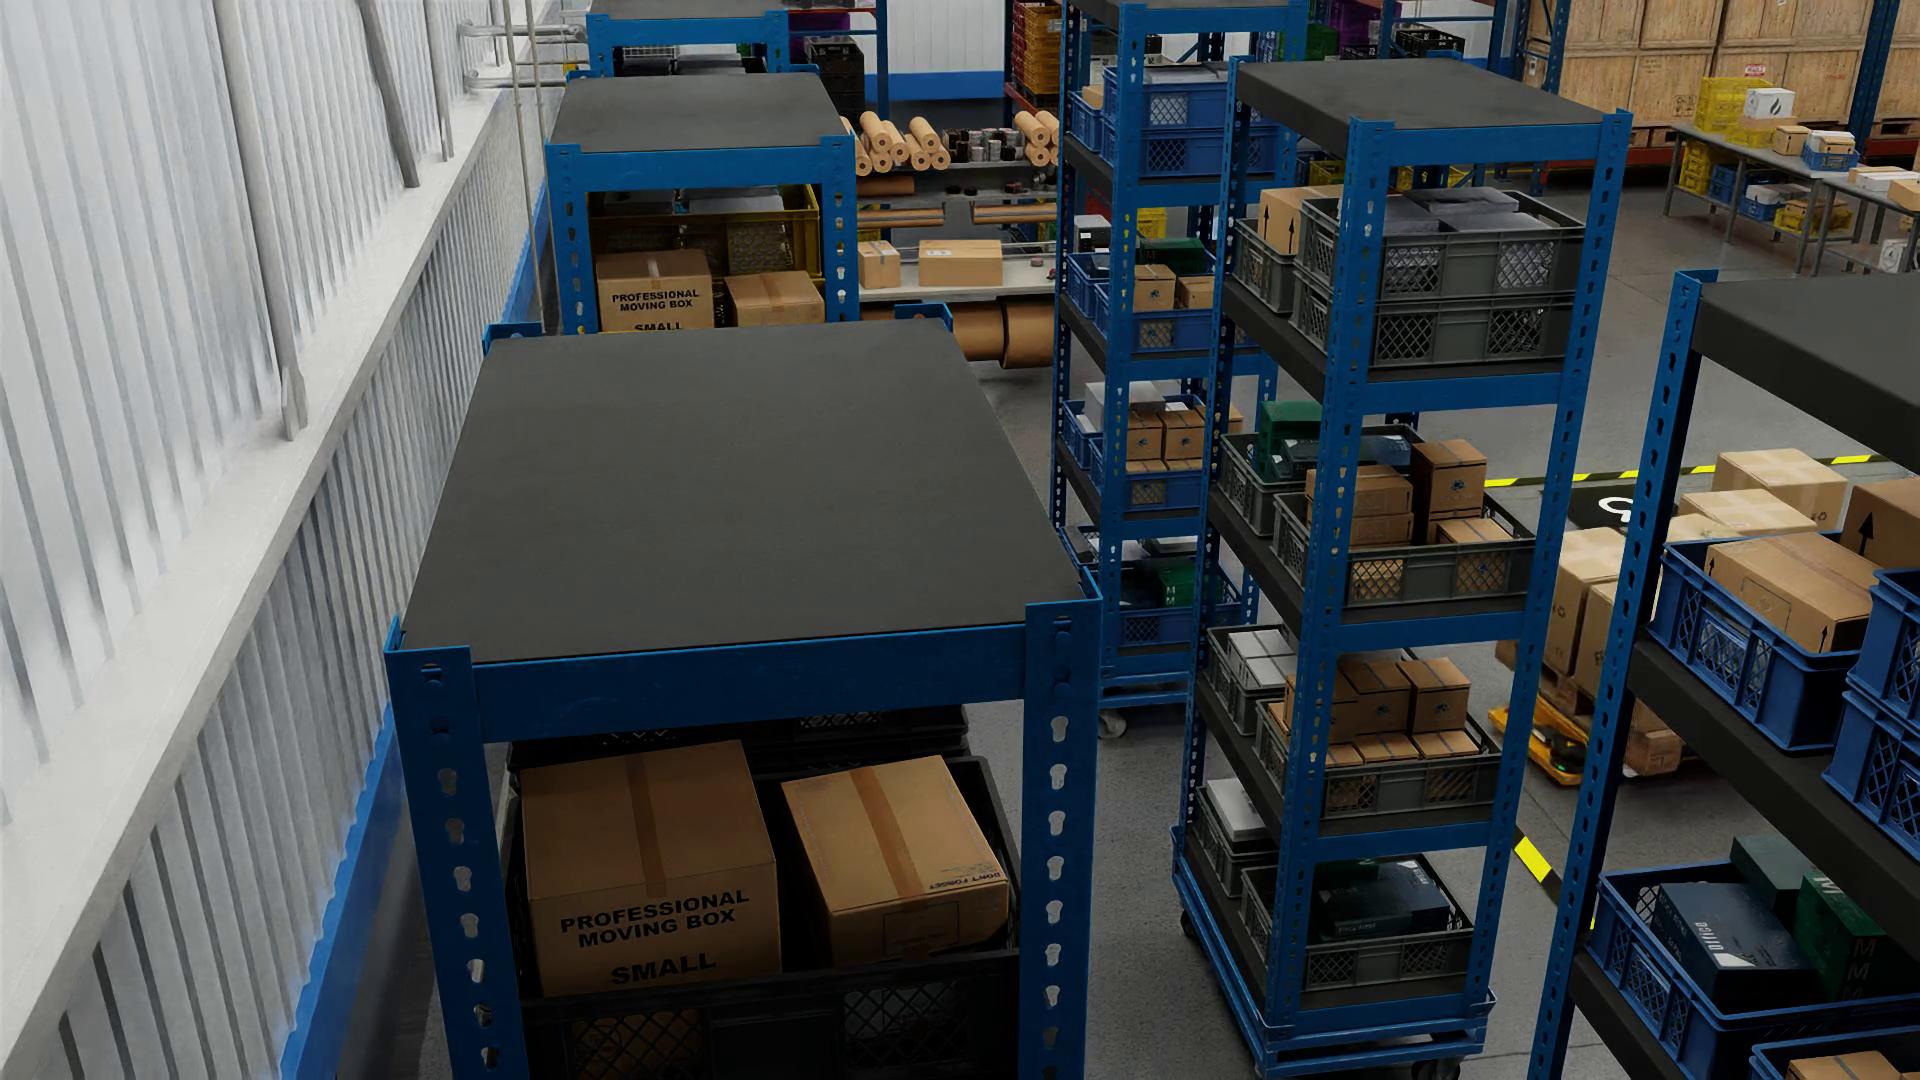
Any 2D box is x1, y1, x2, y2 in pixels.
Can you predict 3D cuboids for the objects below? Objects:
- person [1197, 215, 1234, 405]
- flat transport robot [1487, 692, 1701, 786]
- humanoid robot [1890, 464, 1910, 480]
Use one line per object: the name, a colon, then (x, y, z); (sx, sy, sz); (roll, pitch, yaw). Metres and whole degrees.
person: (1.676, -1.261, 11.144); (0.388, 1.850, 0.598); (-4, 25, -9)
flat transport robot: (3.461, 0.881, 8.350); (1.431, 0.197, 0.652); (-7, 26, -15)
humanoid robot: (6.461, -1.020, 10.854); (0.870, 1.844, 0.546); (-16, 29, -31)
